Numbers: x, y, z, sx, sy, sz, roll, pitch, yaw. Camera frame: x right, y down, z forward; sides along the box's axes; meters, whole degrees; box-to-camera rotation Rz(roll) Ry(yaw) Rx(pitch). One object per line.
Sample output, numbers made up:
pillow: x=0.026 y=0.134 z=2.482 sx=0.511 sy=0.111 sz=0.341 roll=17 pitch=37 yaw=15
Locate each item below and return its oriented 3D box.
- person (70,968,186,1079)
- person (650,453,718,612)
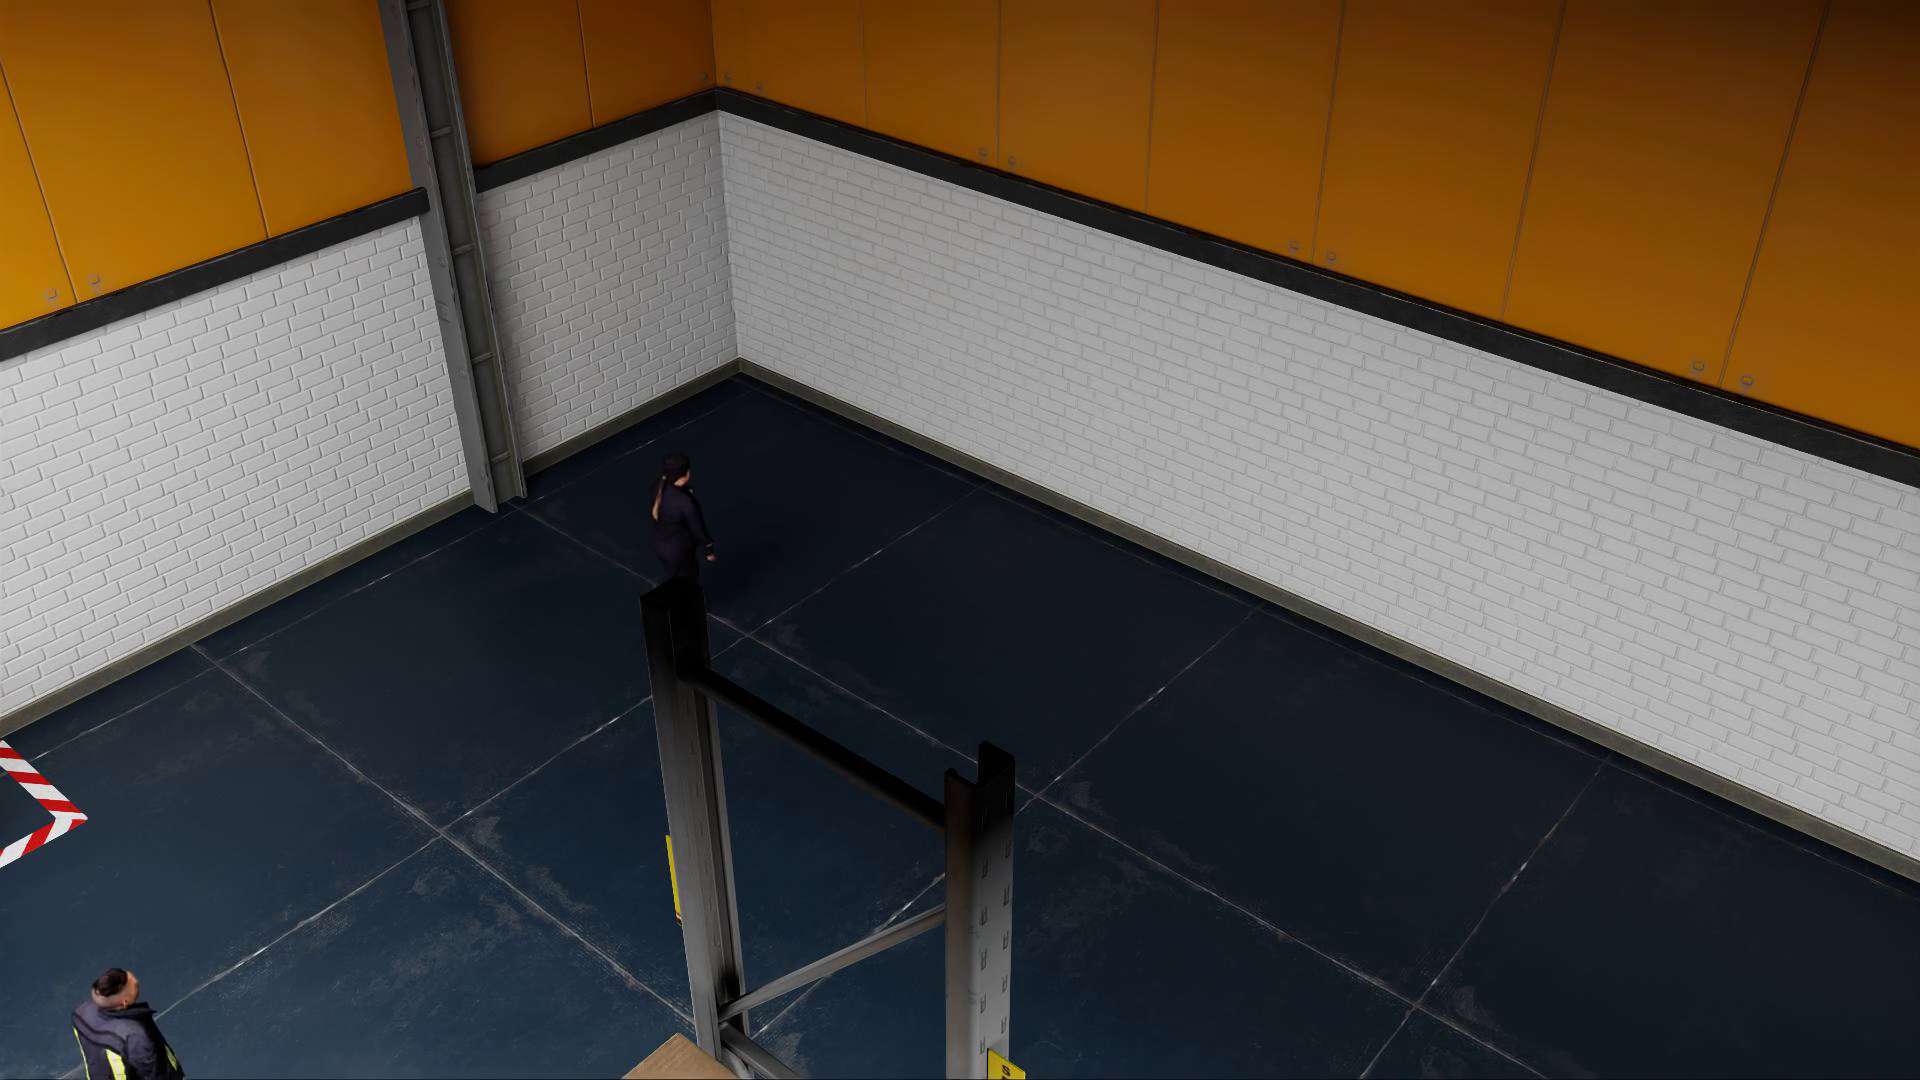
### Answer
person: x=-4.349 y=2.940 z=8.705 sx=0.891 sy=1.842 sz=0.975 roll=14 pitch=36 yaw=20
person: x=-2.279 y=0.088 z=13.163 sx=0.748 sy=1.658 sz=0.751 roll=29 pitch=43 yaw=36
